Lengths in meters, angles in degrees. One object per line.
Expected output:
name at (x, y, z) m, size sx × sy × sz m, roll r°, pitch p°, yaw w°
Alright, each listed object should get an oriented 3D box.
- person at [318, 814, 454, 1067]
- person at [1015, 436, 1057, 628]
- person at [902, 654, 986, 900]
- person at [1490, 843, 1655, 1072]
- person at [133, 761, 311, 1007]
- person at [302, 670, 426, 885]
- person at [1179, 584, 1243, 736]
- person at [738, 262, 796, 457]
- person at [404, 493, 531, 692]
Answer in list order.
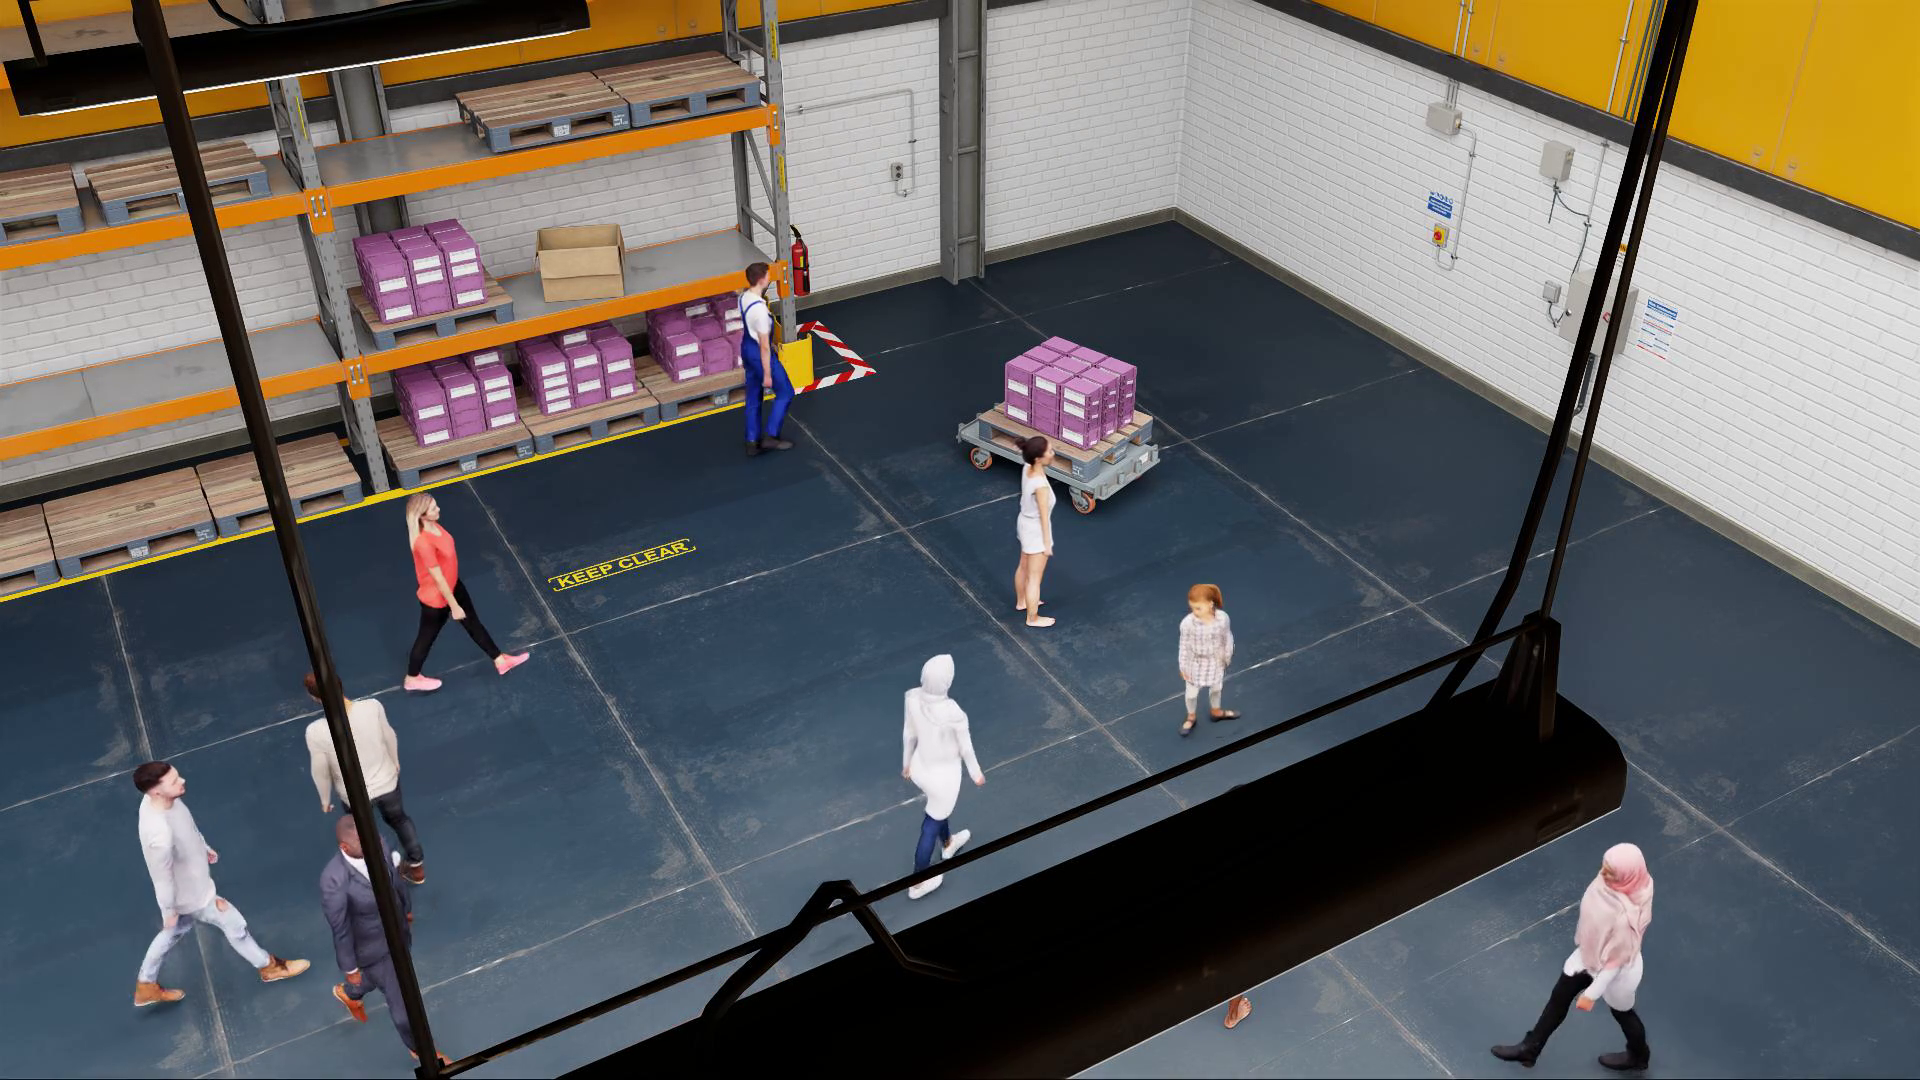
person at (-3.264, 2.171, 9.147) m, size 1.150 × 1.798 × 1.091 m, roll 9°, pitch 35°, yaw 14°
person at (0.570, -0.085, 12.713) m, size 0.591 × 1.607 × 0.612 m, roll -9°, pitch 35°, yaw -14°
person at (-0.211, 1.501, 10.197) m, size 0.951 × 1.751 × 0.753 m, roll -28°, pitch 43°, yaw -36°
person at (3.593, 2.311, 8.989) m, size 1.223 × 1.739 × 1.051 m, roll 5°, pitch 34°, yaw 7°
person at (-4.485, 1.986, 9.430) m, size 1.211 × 1.793 × 0.748 m, roll -16°, pitch 37°, yaw -22°
person at (-3.573, 1.544, 10.060) m, size 0.615 × 1.830 × 0.775 m, roll -17°, pitch 37°, yaw -23°
person at (1.735, 0.816, 11.644) m, size 0.535 × 1.290 × 0.803 m, roll -13°, pitch 36°, yaw -19°
person at (-1.862, -1.566, 14.732) m, size 0.679 × 1.838 × 0.657 m, roll -19°, pitch 38°, yaw -27°
person at (-3.819, 0.426, 11.914) m, size 1.218 × 1.641 × 0.867 m, roll -6°, pitch 34°, yaw -10°
